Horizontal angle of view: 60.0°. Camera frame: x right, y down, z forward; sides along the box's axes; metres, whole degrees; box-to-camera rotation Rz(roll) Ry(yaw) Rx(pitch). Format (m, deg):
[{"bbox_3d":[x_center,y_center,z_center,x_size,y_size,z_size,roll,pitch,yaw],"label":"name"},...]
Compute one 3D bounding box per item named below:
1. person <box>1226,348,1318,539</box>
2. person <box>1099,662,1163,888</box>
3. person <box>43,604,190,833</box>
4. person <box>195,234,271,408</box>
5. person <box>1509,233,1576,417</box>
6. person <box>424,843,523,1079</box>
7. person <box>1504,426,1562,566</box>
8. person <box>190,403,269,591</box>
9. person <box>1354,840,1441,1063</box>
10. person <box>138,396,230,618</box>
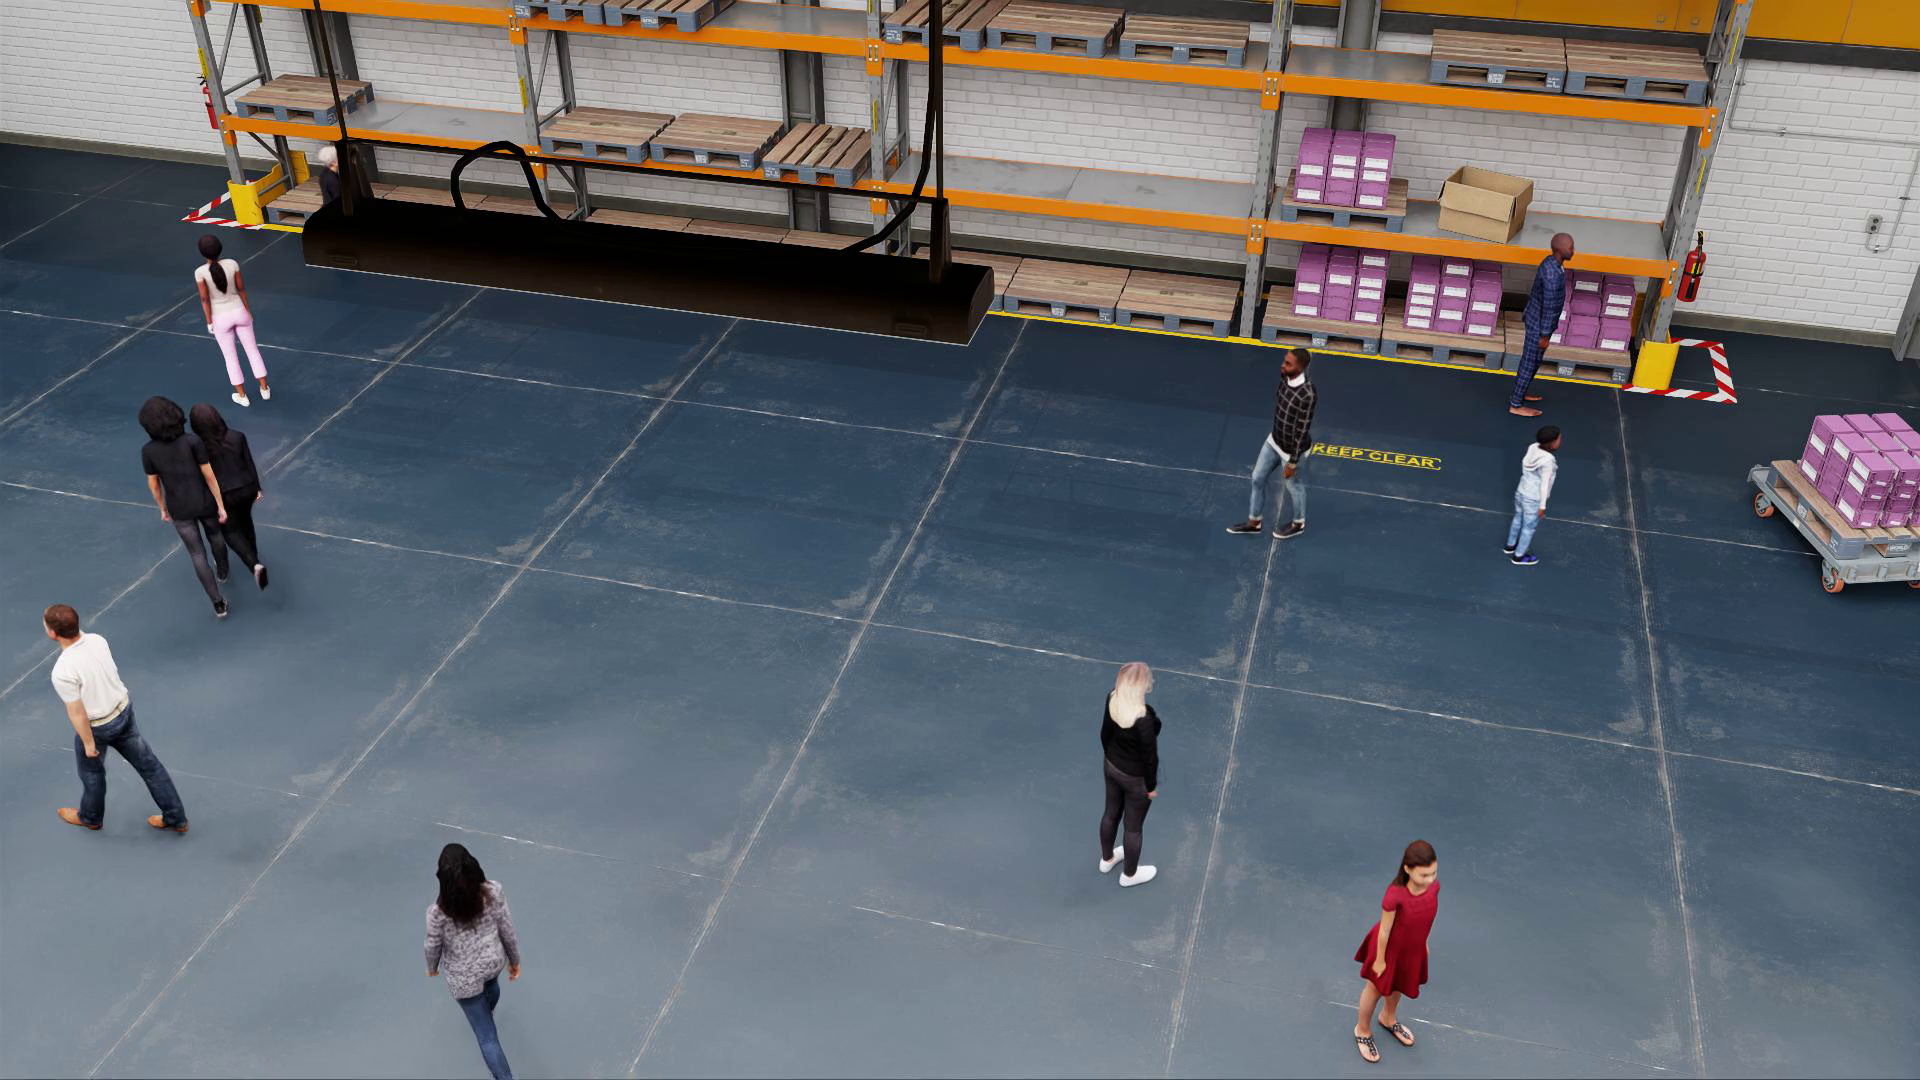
[{"bbox_3d":[2.817,-0.793,13.811,1.076,1.797,0.985,-12,35,-17],"label":"person"},{"bbox_3d":[1.058,1.474,10.501,0.751,1.685,0.670,-22,40,-30],"label":"person"},{"bbox_3d":[-5.436,1.213,10.772,1.093,1.821,0.702,7,34,10],"label":"person"},{"bbox_3d":[-6.946,-2.101,15.830,0.657,1.740,0.691,-24,40,-31],"label":"person"},{"bbox_3d":[5.475,-2.052,15.689,0.567,1.815,0.642,10,35,14],"label":"person"},{"bbox_3d":[-2.615,2.414,9.091,1.055,1.681,1.221,-24,40,-31],"label":"person"},{"bbox_3d":[4.710,-0.382,13.680,0.576,1.257,0.539,-6,34,-8],"label":"person"},{"bbox_3d":[-5.810,-0.326,13.292,0.940,1.594,1.090,-28,43,-35],"label":"person"},{"bbox_3d":[2.486,2.282,9.405,0.680,1.552,0.740,-15,36,-21],"label":"person"},{"bbox_3d":[-5.973,-0.216,12.946,1.062,1.793,1.091,-15,36,-21],"label":"person"}]
